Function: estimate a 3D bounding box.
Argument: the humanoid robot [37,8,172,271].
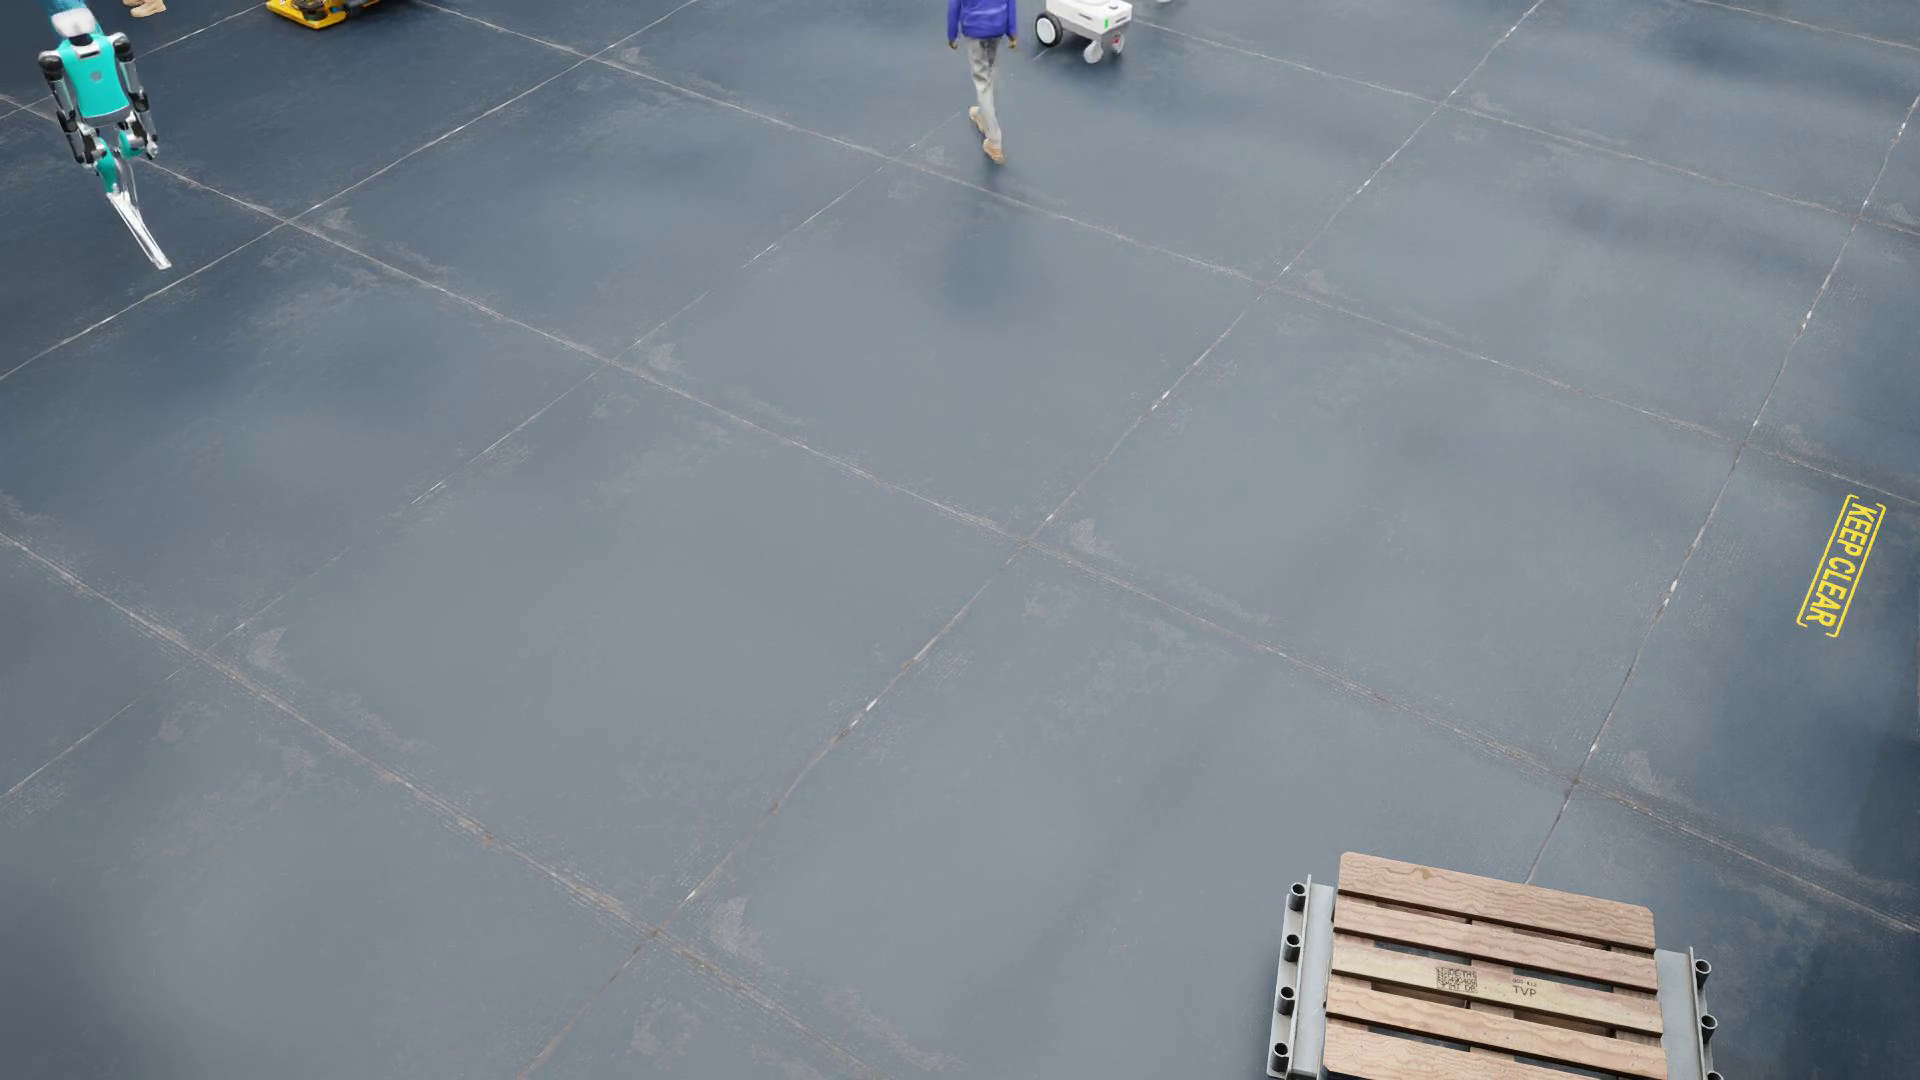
[{"bbox_3d":[-5.513,-2.654,10.661,0.535,1.762,0.977,-29,49,-28],"label":"humanoid robot"}]

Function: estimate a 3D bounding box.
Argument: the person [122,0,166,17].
[{"bbox_3d":[-6.827,-5.105,13.382,0.304,1.744,0.491,-22,46,-23],"label":"person"}]

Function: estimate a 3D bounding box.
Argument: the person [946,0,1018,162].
[{"bbox_3d":[0.111,-3.622,11.658,0.481,1.835,0.828,-17,44,-18],"label":"person"}]

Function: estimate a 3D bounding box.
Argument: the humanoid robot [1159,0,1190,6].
[{"bbox_3d":[1.773,-5.150,13.480,0.532,1.830,0.736,27,49,27],"label":"humanoid robot"}]

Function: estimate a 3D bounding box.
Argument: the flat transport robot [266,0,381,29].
[{"bbox_3d":[-5.071,-4.715,14.055,0.659,0.231,1.431,27,48,27],"label":"flat transport robot"}]

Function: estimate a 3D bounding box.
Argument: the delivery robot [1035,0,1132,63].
[{"bbox_3d":[0.990,-4.175,13.245,0.515,0.606,0.778,-32,51,-31],"label":"delivery robot"}]

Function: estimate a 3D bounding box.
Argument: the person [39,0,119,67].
[{"bbox_3d":[-6.923,-4.447,12.605,0.688,1.809,0.384,21,46,22],"label":"person"}]
